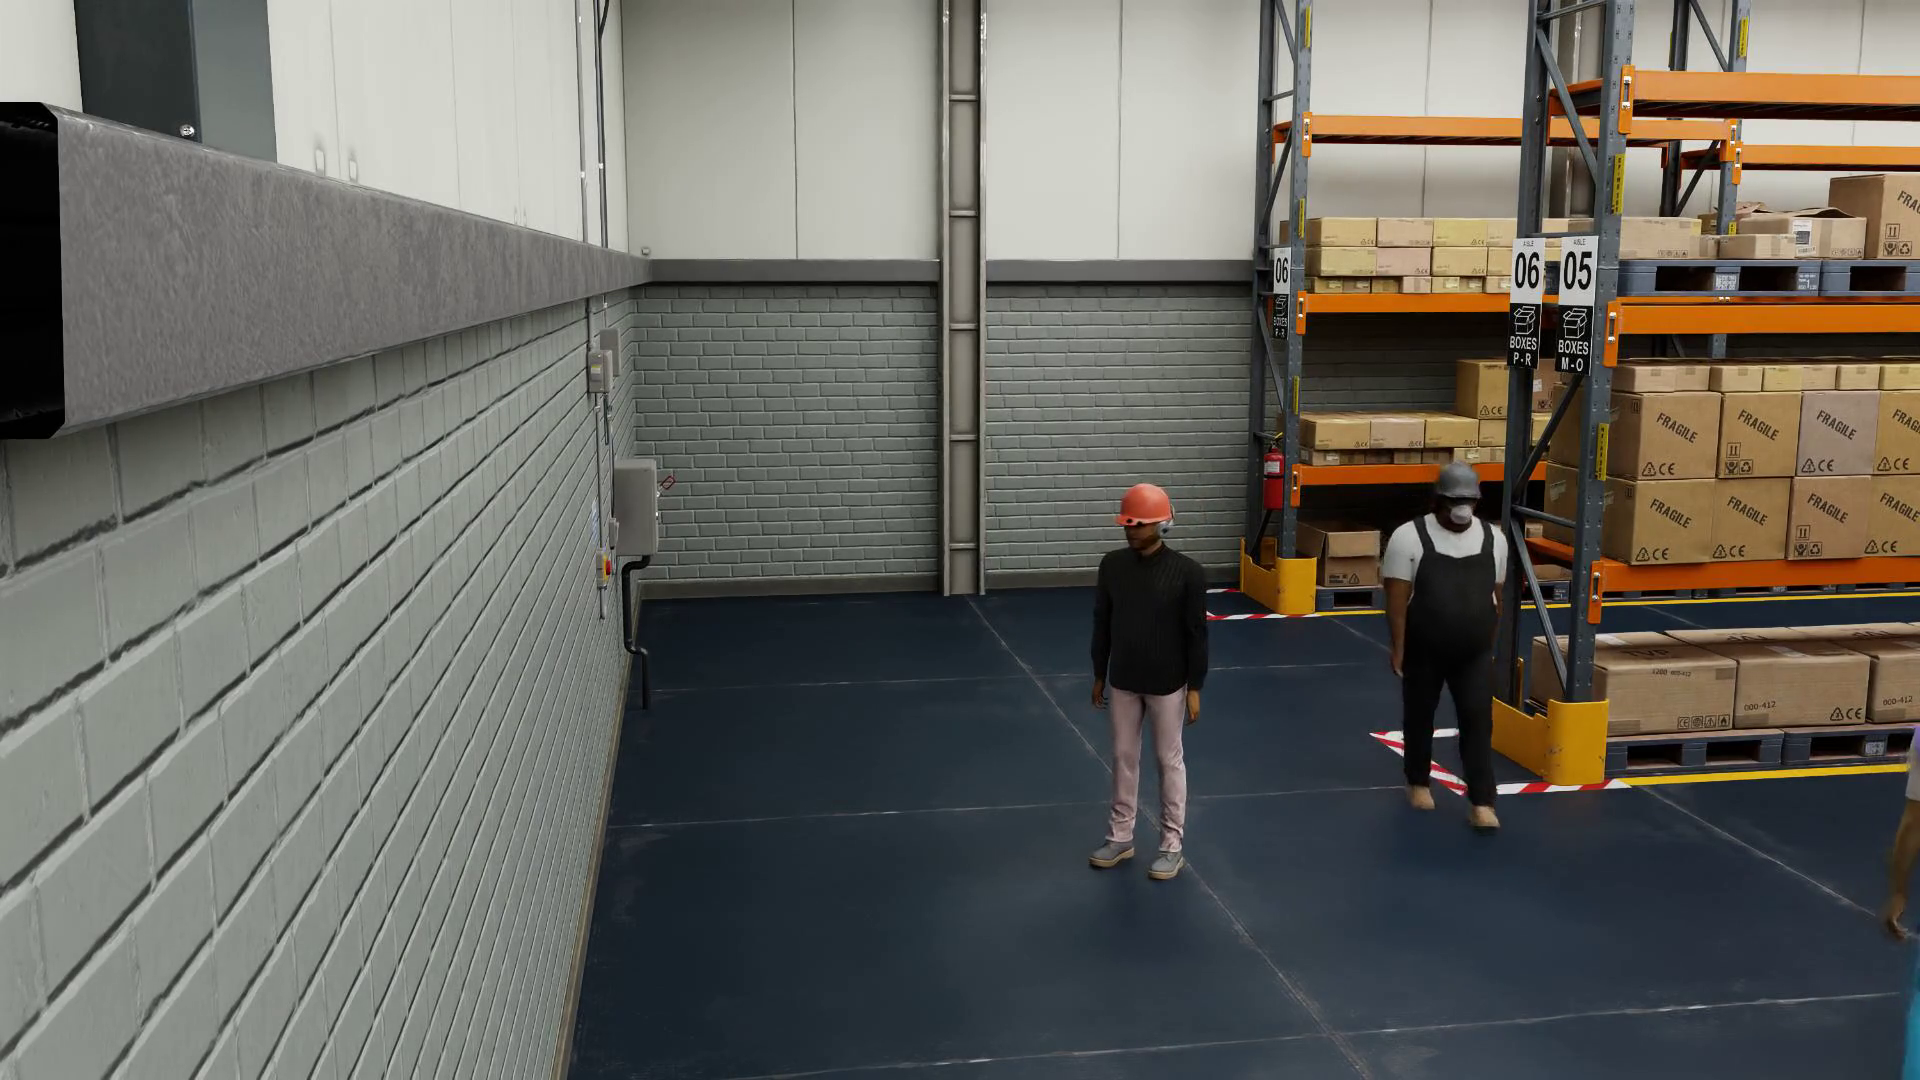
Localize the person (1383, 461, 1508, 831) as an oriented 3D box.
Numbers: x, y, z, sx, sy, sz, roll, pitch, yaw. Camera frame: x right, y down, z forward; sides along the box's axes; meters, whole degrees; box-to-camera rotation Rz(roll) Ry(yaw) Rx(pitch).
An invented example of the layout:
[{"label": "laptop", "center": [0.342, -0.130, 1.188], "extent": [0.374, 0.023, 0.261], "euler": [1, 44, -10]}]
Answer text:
[{"label": "person", "center": [2.675, 0.554, 9.082], "extent": [0.693, 2.000, 0.935], "euler": [0, 9, 3]}]

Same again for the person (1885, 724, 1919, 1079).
[{"label": "person", "center": [3.430, 1.235, 5.540], "extent": [0.591, 1.822, 0.598], "euler": [6, 11, 33]}]

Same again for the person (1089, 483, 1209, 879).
[{"label": "person", "center": [0.926, 0.700, 8.325], "extent": [0.621, 1.990, 0.396], "euler": [6, 11, 33]}]
